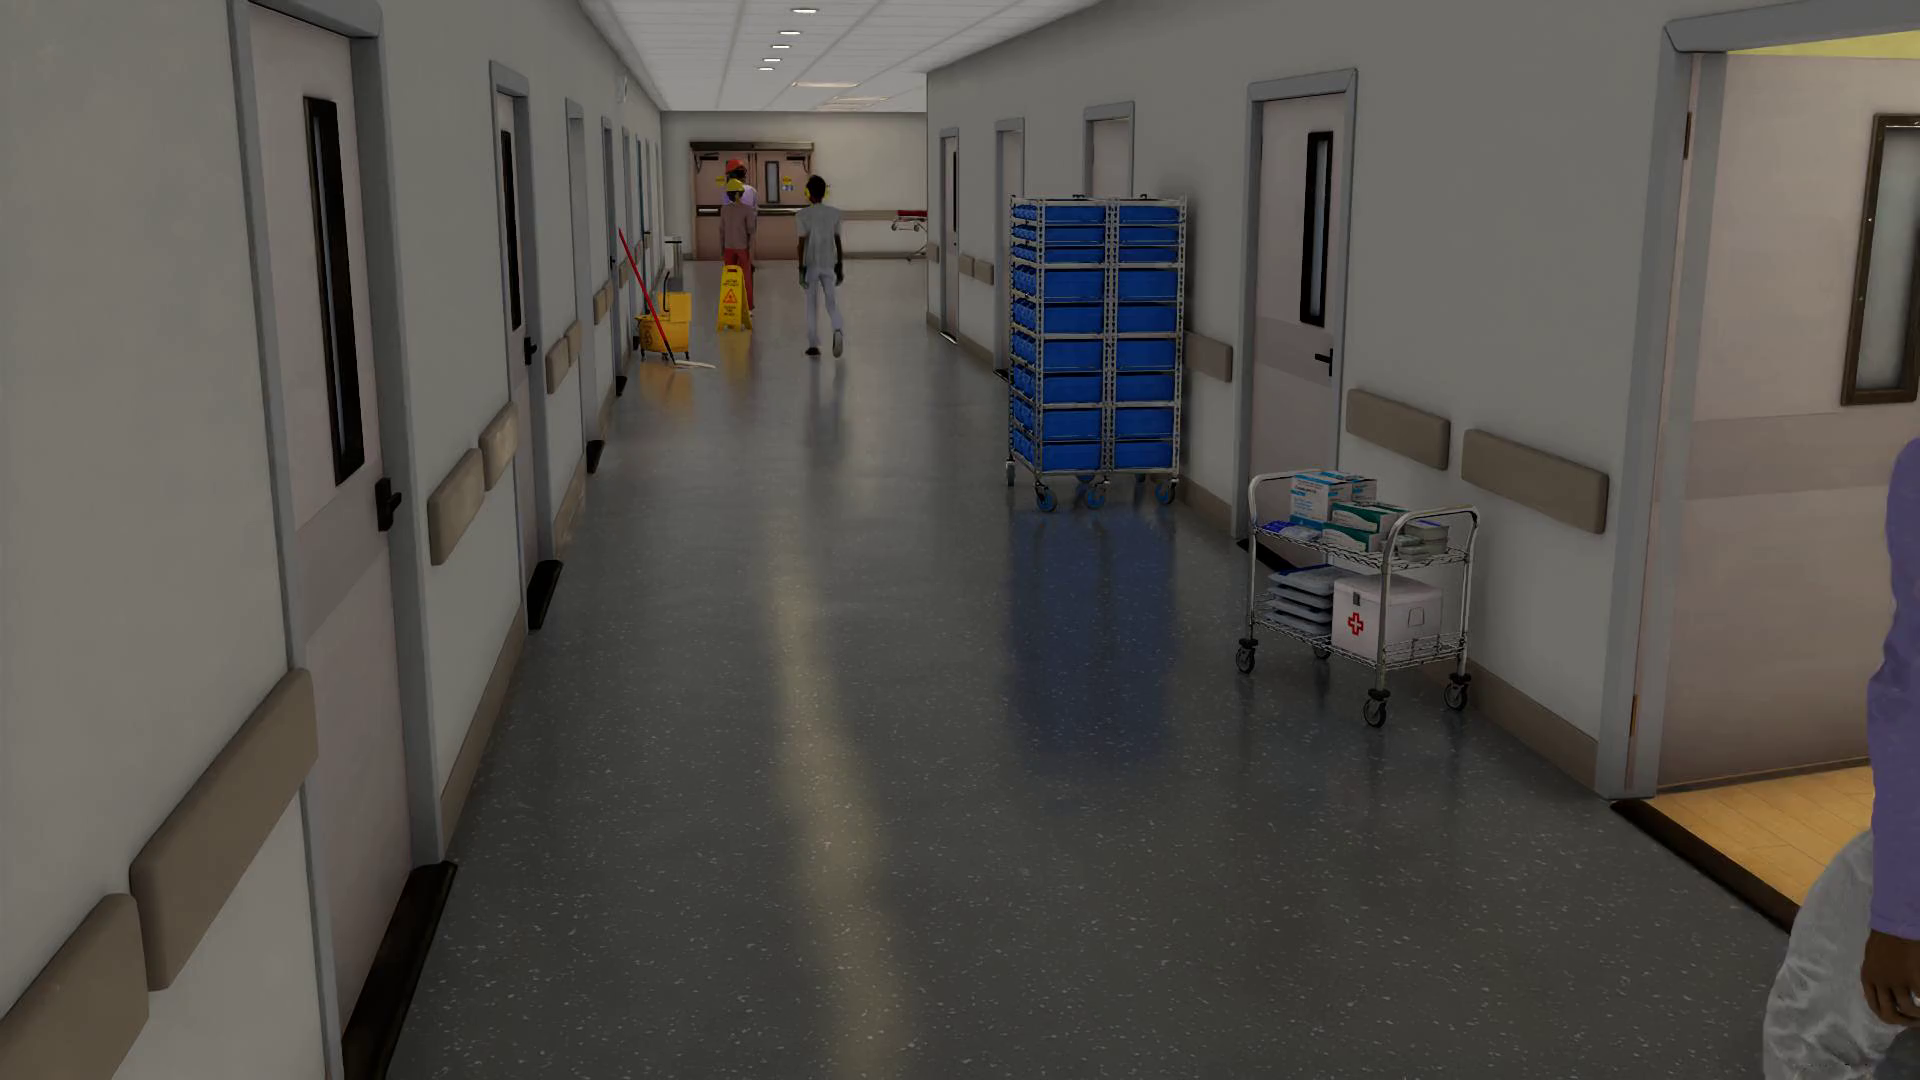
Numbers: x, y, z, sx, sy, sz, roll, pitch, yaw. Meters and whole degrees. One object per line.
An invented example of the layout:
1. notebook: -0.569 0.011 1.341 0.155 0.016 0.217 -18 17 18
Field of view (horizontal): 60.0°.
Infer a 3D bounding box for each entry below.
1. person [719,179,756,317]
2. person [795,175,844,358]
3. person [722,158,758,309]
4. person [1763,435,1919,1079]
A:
1. person: -2.872 -3.746 21.402 0.523 1.769 0.313 6 14 24
2. person: -1.399 -2.760 16.854 0.523 1.849 0.784 -5 14 -20
3. person: -3.016 -4.147 22.608 0.409 2.029 0.612 9 16 36
4. person: 1.472 0.438 2.486 0.643 1.905 0.837 -4 13 -18
